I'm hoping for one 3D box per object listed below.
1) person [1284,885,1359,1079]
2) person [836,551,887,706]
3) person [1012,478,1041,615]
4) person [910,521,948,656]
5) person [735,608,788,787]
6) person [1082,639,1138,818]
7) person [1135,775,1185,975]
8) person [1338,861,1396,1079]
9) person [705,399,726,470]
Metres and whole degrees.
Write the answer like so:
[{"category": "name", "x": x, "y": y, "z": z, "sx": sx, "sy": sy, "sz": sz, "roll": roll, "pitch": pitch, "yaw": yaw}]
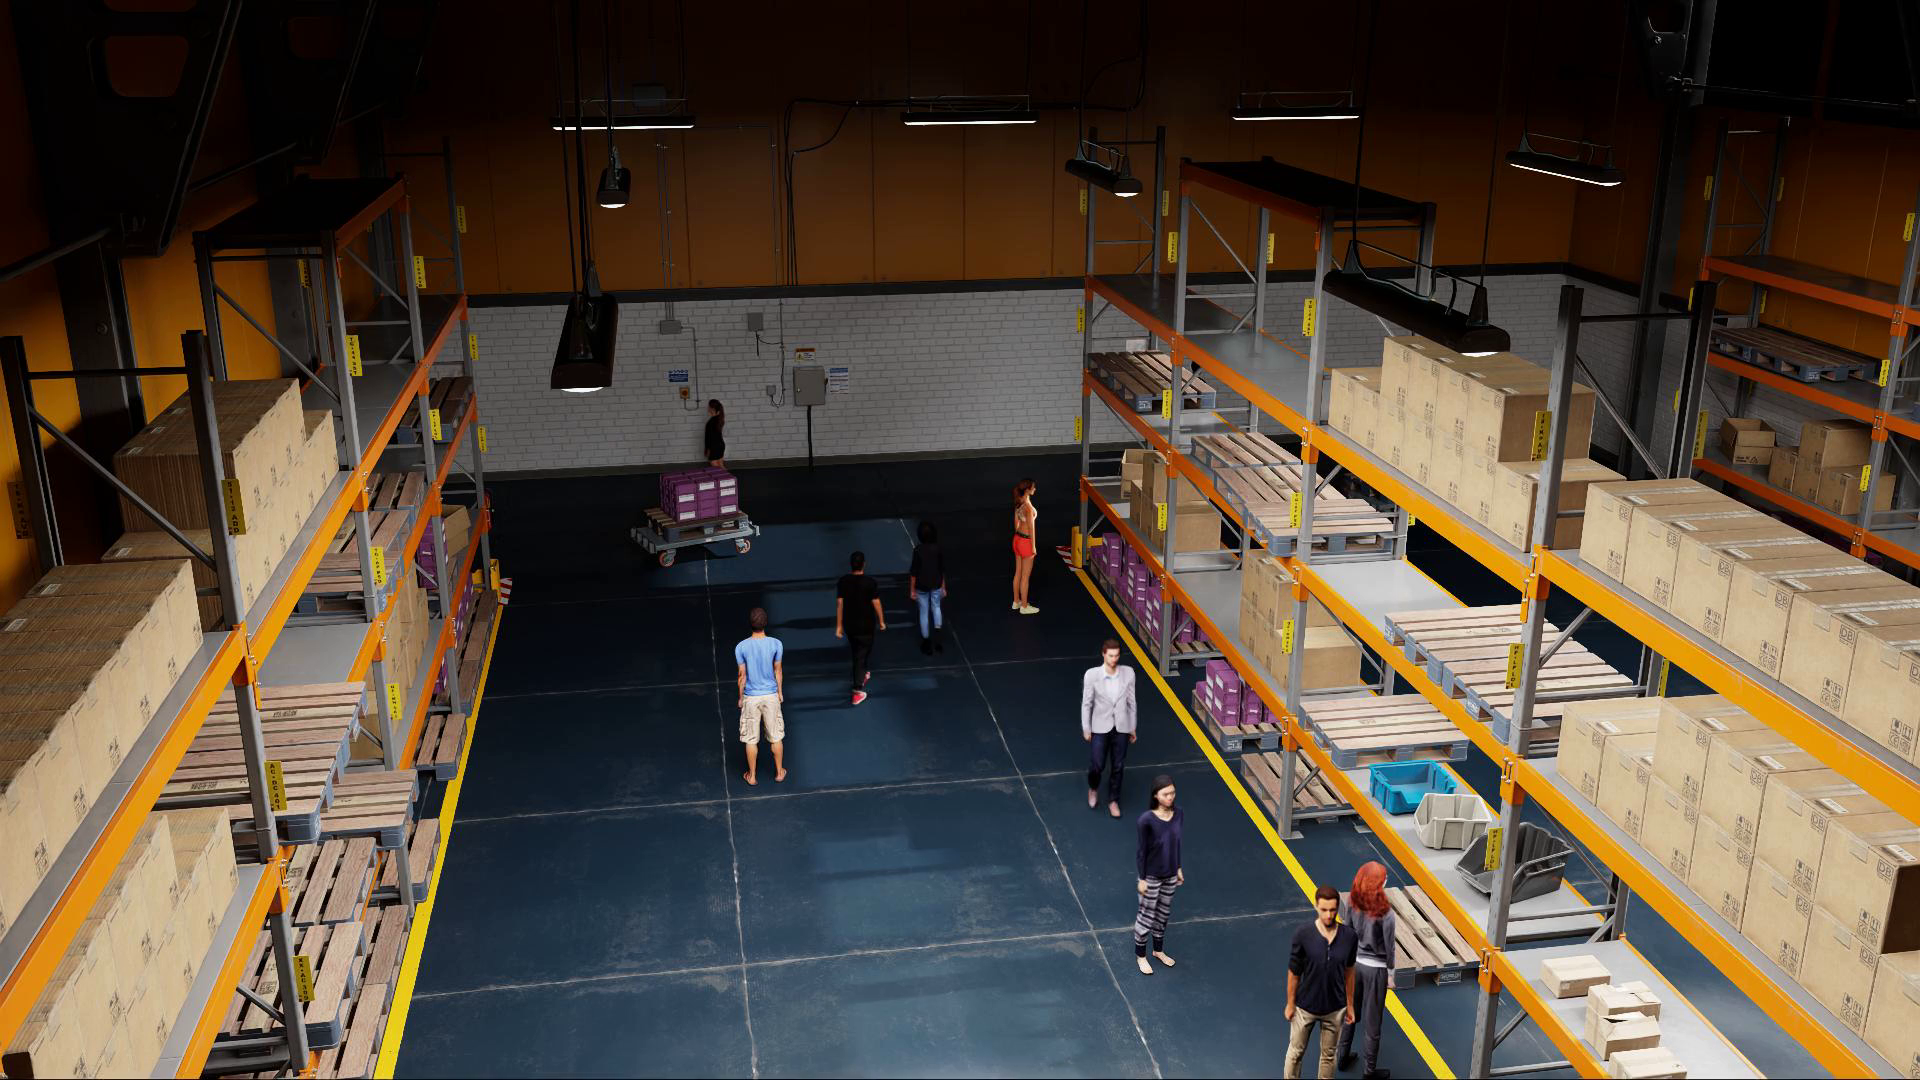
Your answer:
[{"category": "person", "x": 2.545, "y": 3.277, "z": 11.792, "sx": 0.677, "sy": 1.858, "sz": 0.583, "roll": 0, "pitch": 19, "yaw": 0}, {"category": "person", "x": -1.166, "y": 1.015, "z": 18.712, "sx": 0.938, "sy": 1.730, "sz": 1.076, "roll": 8, "pitch": 20, "yaw": 23}, {"category": "person", "x": 0.827, "y": 0.061, "z": 21.450, "sx": 0.697, "sy": 1.789, "sz": 0.553, "roll": -8, "pitch": 20, "yaw": -24}, {"category": "person", "x": -0.351, "y": 0.611, "z": 19.986, "sx": 0.627, "sy": 1.683, "sz": 0.692, "roll": -5, "pitch": 19, "yaw": -15}, {"category": "person", "x": -2.017, "y": 1.577, "z": 16.832, "sx": 0.658, "sy": 1.863, "sz": 0.570, "roll": -5, "pitch": 19, "yaw": -14}, {"category": "person", "x": 1.450, "y": 1.790, "z": 16.239, "sx": 0.681, "sy": 1.839, "sz": 0.671, "roll": -3, "pitch": 19, "yaw": -8}, {"category": "person", "x": 1.628, "y": 2.712, "z": 13.667, "sx": 0.661, "sy": 1.734, "sz": 0.616, "roll": -9, "pitch": 21, "yaw": -26}, {"category": "person", "x": 2.996, "y": 3.164, "z": 12.252, "sx": 0.712, "sy": 1.780, "sz": 0.606, "roll": -16, "pitch": 24, "yaw": -39}, {"category": "person", "x": -3.868, "y": -1.481, "z": 26.400, "sx": 0.691, "sy": 1.553, "sz": 0.613, "roll": 7, "pitch": 20, "yaw": 20}]
